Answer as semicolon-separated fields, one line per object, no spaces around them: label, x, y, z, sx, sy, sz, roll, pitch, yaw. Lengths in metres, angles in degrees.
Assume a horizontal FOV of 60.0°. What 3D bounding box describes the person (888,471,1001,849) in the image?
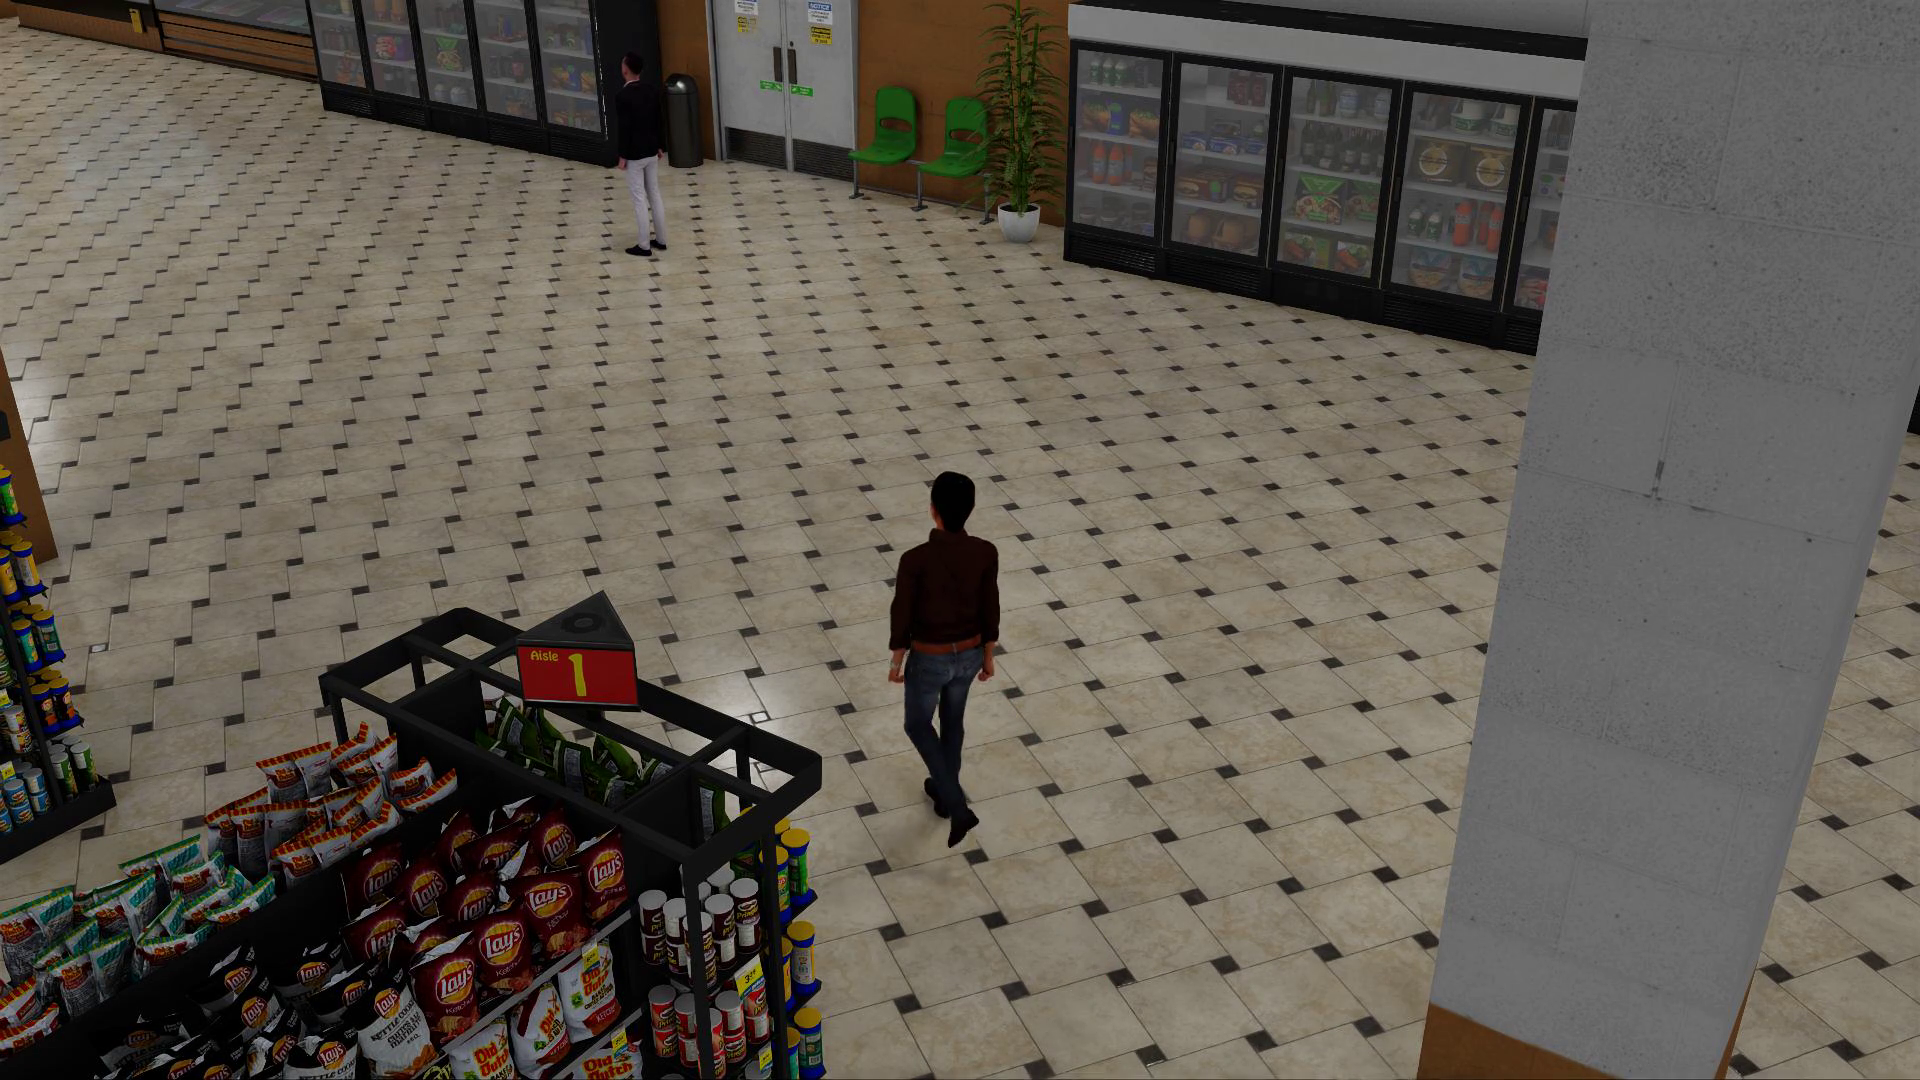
person;-0.041;0.561;7.261;0.996;1.769;0.987;-11;29;-21

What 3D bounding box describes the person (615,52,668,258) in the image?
person;-2.924;-3.535;15.255;0.724;1.844;0.507;20;33;34
